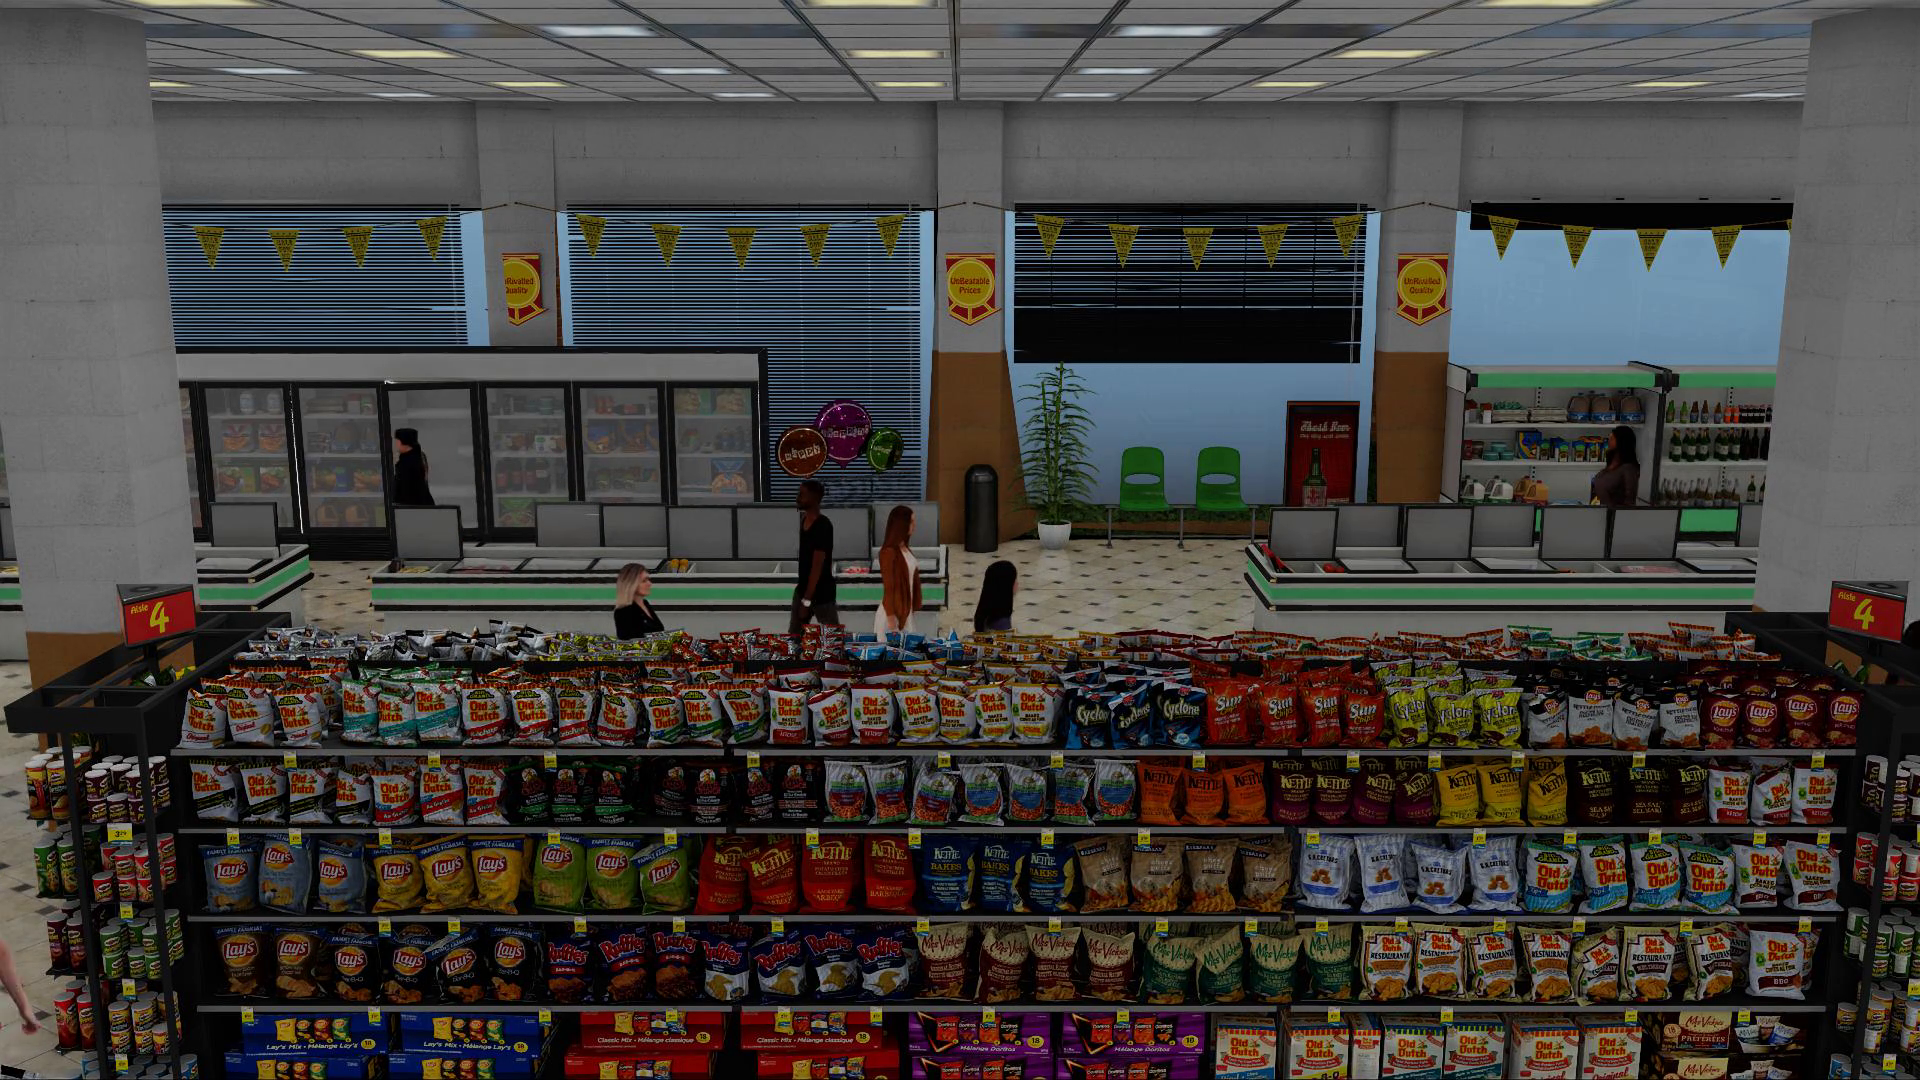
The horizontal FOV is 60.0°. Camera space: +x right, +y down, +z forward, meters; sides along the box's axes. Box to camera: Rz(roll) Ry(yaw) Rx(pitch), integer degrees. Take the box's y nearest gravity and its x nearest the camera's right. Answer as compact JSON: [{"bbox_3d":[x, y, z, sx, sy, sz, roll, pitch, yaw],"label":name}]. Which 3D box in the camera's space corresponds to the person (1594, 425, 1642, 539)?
[{"bbox_3d":[6.426,-0.186,16.069,1.137,1.811,0.664,1,12,3],"label":"person"}]

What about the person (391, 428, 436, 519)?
[{"bbox_3d":[-5.499,-0.312,17.034,0.699,1.661,0.735,0,12,-2],"label":"person"}]

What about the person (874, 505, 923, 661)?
[{"bbox_3d":[-0.499,0.577,12.676,0.636,1.716,0.656,3,12,13],"label":"person"}]

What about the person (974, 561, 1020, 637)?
[{"bbox_3d":[0.165,0.981,10.851,1.062,1.677,0.830,-5,13,-22],"label":"person"}]

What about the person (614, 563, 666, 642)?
[{"bbox_3d":[-2.114,0.976,10.855,0.529,1.685,0.615,0,12,2],"label":"person"}]

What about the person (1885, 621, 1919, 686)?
[{"bbox_3d":[5.135,1.294,9.206,0.715,1.744,0.670,4,13,19],"label":"person"}]
